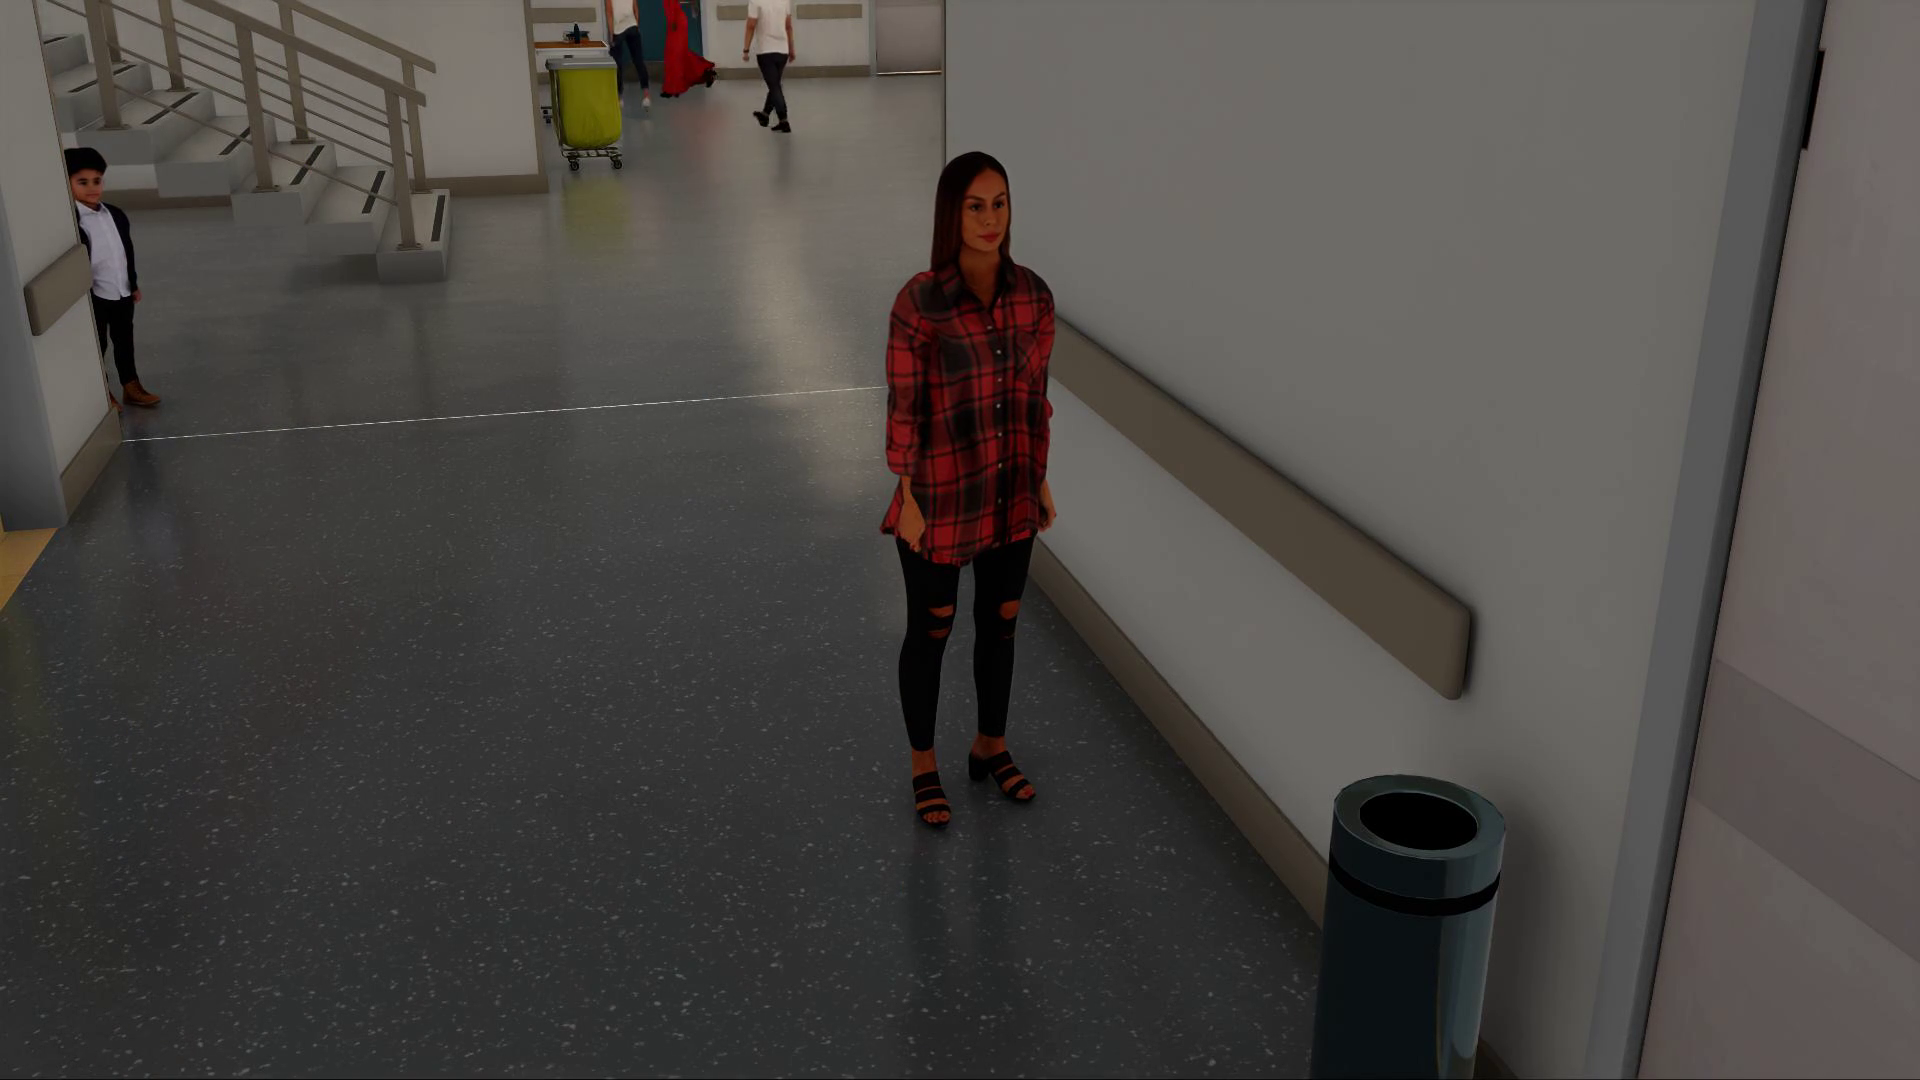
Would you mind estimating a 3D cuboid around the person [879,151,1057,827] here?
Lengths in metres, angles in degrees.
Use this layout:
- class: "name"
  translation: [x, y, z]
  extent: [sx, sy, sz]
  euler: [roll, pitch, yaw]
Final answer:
- class: "person"
  translation: [0.026, -0.112, 4.180]
  extent: [0.569, 1.703, 0.721]
  euler: [-11, 23, -27]

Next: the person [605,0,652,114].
- class: "person"
  translation: [-3.782, -5.738, 18.959]
  extent: [1.212, 1.756, 0.904]
  euler: [-11, 23, -27]

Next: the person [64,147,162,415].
- class: "person"
  translation: [-3.998, -1.206, 7.746]
  extent: [0.632, 1.223, 0.570]
  euler: [12, 24, 29]

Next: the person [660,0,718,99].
- class: "person"
  translation: [-3.441, -6.384, 20.652]
  extent: [1.003, 1.765, 0.746]
  euler: [-1, 21, -2]

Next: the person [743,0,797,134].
- class: "person"
  translation: [-1.912, -5.073, 17.258]
  extent: [1.084, 1.685, 1.003]
  euler: [-16, 26, -37]
